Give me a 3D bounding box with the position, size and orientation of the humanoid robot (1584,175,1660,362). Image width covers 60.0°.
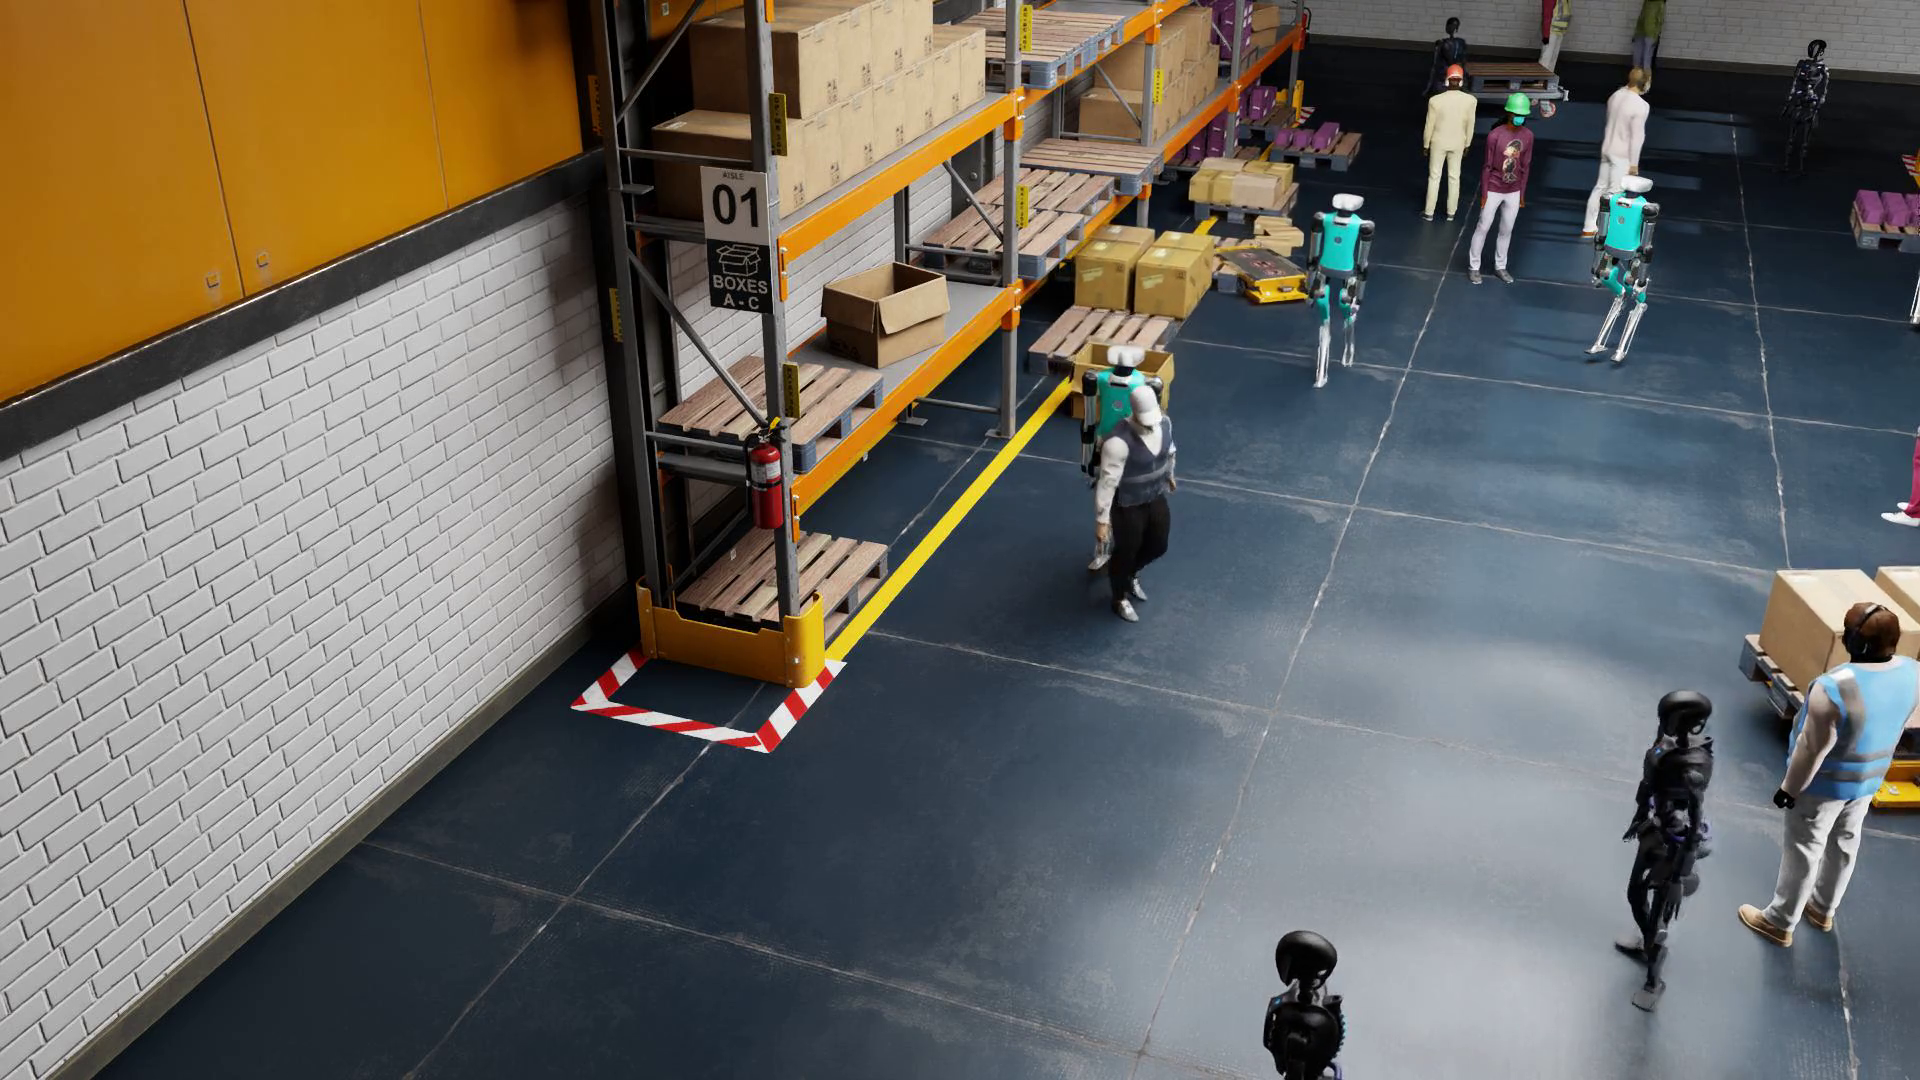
[{"bbox_3d":[5.940,-2.432,14.720,0.735,1.677,0.533,-22,34,-36],"label":"humanoid robot"}]

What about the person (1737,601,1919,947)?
[{"bbox_3d":[4.127,1.111,7.882,0.625,1.842,0.429,-10,29,-19],"label":"person"}]

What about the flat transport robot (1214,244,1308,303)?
[{"bbox_3d":[3.050,-2.758,17.101,0.659,0.231,1.431,-9,28,-16],"label":"flat transport robot"}]

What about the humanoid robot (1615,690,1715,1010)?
[{"bbox_3d":[3.224,1.377,7.545,0.405,1.640,0.609,1,27,2],"label":"humanoid robot"}]

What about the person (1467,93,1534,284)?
[{"bbox_3d":[5.492,-3.552,16.822,0.486,1.942,0.436,-3,27,-6],"label":"person"}]

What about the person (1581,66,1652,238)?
[{"bbox_3d":[7.156,-4.156,18.018,0.388,1.927,0.640,-6,28,-11],"label":"person"}]

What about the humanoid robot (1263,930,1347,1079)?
[{"bbox_3d":[1.302,2.141,6.090,0.660,1.636,0.609,8,28,15],"label":"humanoid robot"}]

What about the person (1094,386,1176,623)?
[{"bbox_3d":[1.146,-0.228,10.614,0.792,1.713,0.580,-18,33,-31],"label":"person"}]

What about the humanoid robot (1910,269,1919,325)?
[{"bbox_3d":[9.252,-2.832,15.496,0.533,1.677,0.735,10,29,19],"label":"humanoid robot"}]

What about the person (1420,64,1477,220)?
[{"bbox_3d":[5.521,-4.503,18.874,0.562,1.742,0.336,1,27,2],"label":"person"}]

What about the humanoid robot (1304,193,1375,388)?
[{"bbox_3d":[3.331,-2.213,14.473,0.559,1.796,0.934,12,30,22],"label":"humanoid robot"}]

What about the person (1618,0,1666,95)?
[{"bbox_3d":[10.234,-7.495,24.813,0.280,1.624,0.559,-8,28,-16],"label":"person"}]

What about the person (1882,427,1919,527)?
[{"bbox_3d":[7.031,-0.873,11.963,0.503,1.628,0.283,-23,35,-38],"label":"person"}]

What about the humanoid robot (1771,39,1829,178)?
[{"bbox_3d":[10.431,-5.330,20.537,0.315,1.657,0.599,-9,29,-16],"label":"humanoid robot"}]

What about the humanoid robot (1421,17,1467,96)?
[{"bbox_3d":[6.393,-6.081,22.039,0.610,1.634,0.714,-11,29,-21],"label":"humanoid robot"}]

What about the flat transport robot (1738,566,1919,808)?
[{"bbox_3d":[5.304,1.072,9.672,0.659,0.231,1.431,-1,27,-1],"label":"flat transport robot"}]

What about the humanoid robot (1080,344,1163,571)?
[{"bbox_3d":[1.110,-0.590,11.148,0.533,1.677,0.735,8,28,16],"label":"humanoid robot"}]

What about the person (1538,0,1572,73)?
[{"bbox_3d":[8.812,-7.544,24.685,0.429,1.830,0.637,21,34,34],"label":"person"}]
